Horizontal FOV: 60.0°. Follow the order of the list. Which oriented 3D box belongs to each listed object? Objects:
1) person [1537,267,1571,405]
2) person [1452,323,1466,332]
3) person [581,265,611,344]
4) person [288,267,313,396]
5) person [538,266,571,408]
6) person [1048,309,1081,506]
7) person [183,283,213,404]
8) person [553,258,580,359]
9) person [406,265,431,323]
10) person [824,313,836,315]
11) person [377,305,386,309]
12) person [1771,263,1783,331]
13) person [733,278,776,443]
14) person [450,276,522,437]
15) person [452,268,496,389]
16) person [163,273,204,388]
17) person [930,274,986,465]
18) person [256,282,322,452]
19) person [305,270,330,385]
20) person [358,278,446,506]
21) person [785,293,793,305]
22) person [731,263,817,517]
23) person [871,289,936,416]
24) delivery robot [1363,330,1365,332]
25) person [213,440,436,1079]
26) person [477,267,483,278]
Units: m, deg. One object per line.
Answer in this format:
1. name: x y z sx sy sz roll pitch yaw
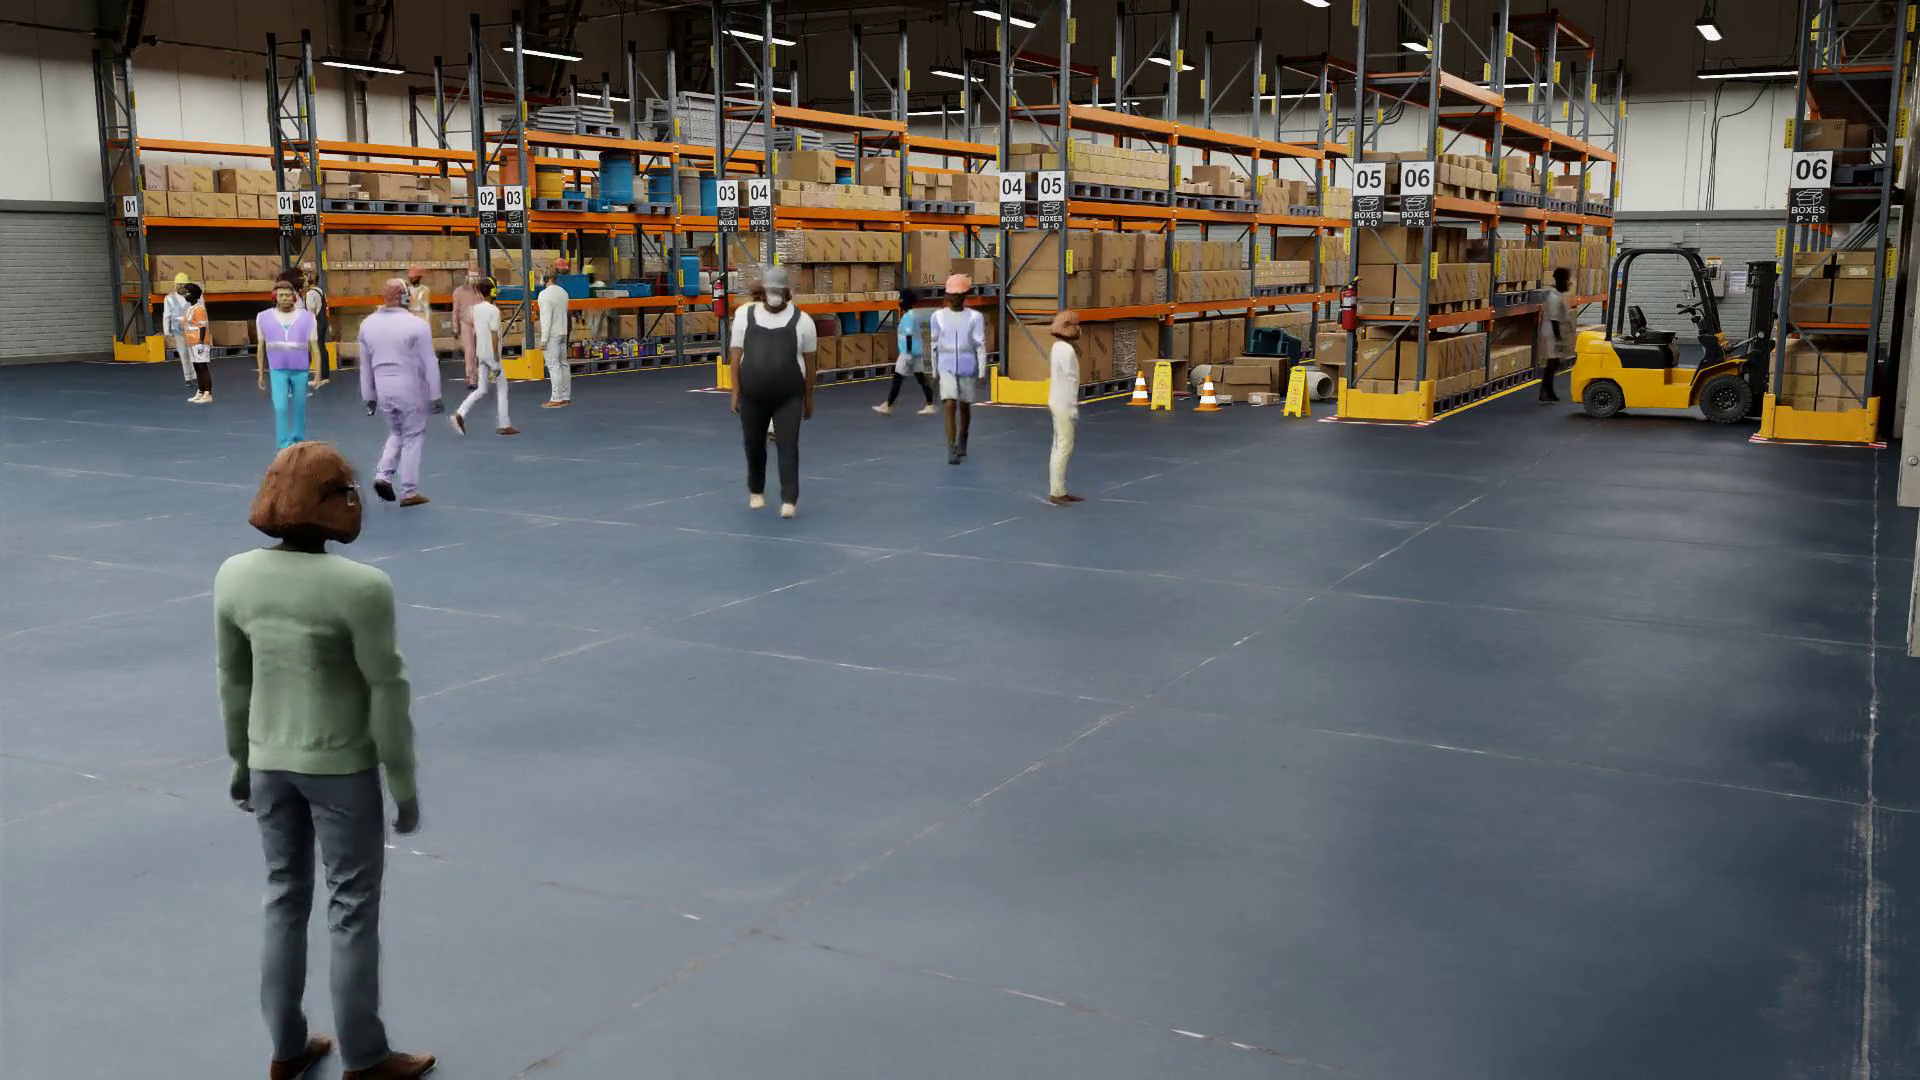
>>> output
1. person: 8.369 -2.861 23.360 0.370 1.924 0.700 4 10 21
2. person: 11.604 -5.501 38.741 0.357 1.938 0.638 -3 10 -19
3. person: -7.132 -4.404 32.443 0.632 1.898 0.494 6 12 33
4. person: -9.720 -3.055 24.510 0.537 1.904 0.619 -1 10 -8
5. person: -5.553 -2.766 22.733 0.362 1.938 0.631 3 10 15
6. person: 0.876 -1.103 13.892 0.270 1.634 0.503 -1 10 -7
7. person: -10.750 -2.763 23.424 0.316 1.696 0.541 -8 13 -40
8. person: -7.356 -4.189 30.773 0.393 2.042 0.617 8 13 40
9. person: -9.175 -3.697 28.251 0.543 1.923 0.544 5 11 28
10. person: -3.183 -5.717 39.727 0.605 2.037 0.394 0 10 0
11. person: -12.174 -4.915 35.323 0.549 1.933 0.373 9 13 44
12. person: 16.808 -4.769 34.500 0.586 1.925 0.369 -8 13 -41
13. person: -2.162 -1.956 18.299 0.651 1.831 0.447 1 10 3
14. person: -5.484 -2.102 19.125 0.512 1.852 0.826 8 12 39
15. person: -7.555 -3.296 25.978 0.680 1.879 0.758 -4 10 -21
16. person: -12.191 -3.277 26.129 0.626 1.793 0.872 -3 10 -14
17. person: -0.021 -1.748 16.892 0.553 1.907 0.932 0 10 -1
18. person: -6.679 -1.654 16.577 0.600 1.807 0.881 -4 10 -21
19. person: -10.375 -3.411 26.780 0.342 1.846 0.509 0 10 1
20. person: -4.606 -1.219 13.813 0.646 1.892 0.437 4 10 21
21. person: -2.573 -3.130 25.073 0.611 1.867 0.617 -3 10 -17
22. person: -1.505 -1.228 13.429 0.688 2.000 0.649 0 10 3
23. person: -0.700 -2.430 21.598 0.862 1.646 0.546 2 10 11
24. delivery robot: 8.914 -4.684 37.733 0.707 0.478 0.477 0 10 3
25. person: -1.578 0.572 4.103 0.532 1.627 0.269 3 10 16
26. person: -8.911 -4.186 31.279 0.600 1.854 0.788 4 11 25
